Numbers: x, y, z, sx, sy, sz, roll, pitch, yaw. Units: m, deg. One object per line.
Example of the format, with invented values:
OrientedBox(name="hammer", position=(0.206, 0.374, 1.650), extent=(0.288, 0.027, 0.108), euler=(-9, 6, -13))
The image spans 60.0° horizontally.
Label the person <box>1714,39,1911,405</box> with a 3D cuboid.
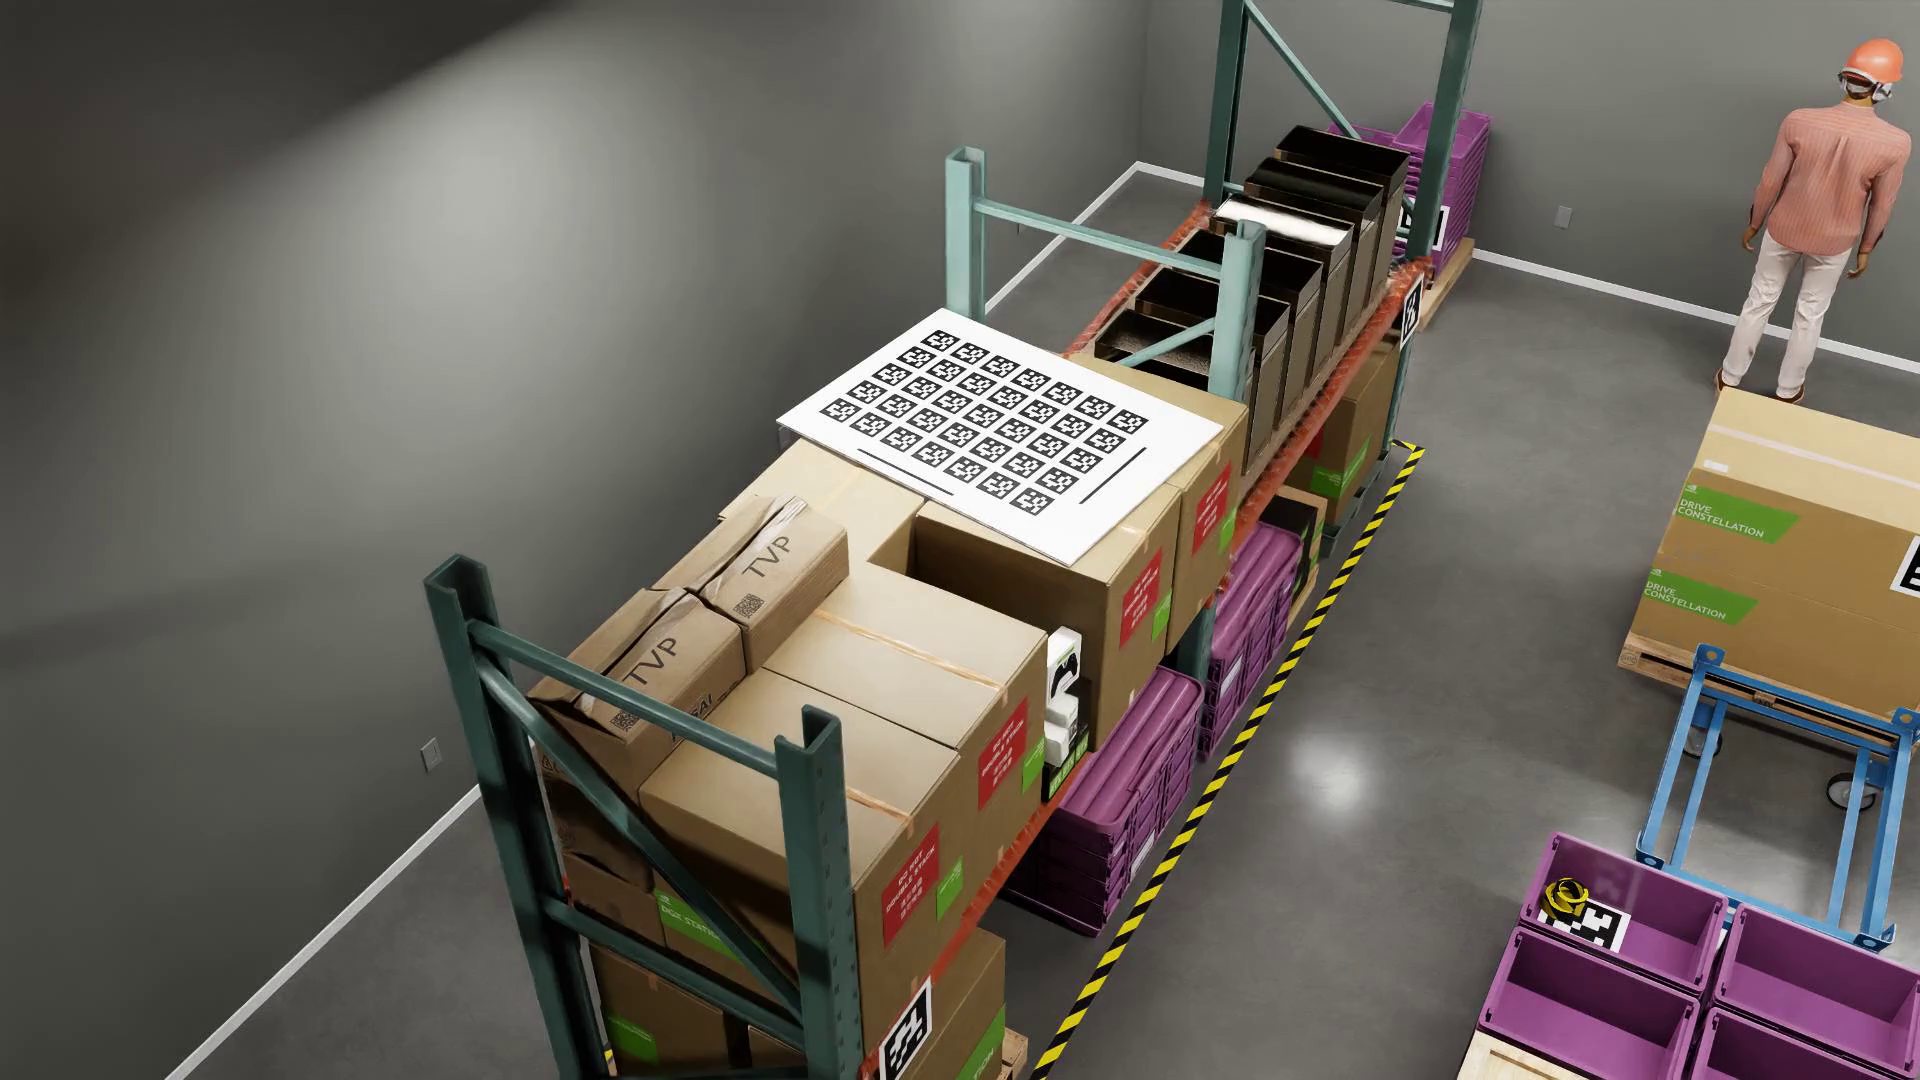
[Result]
OrientedBox(name="person", position=(4.311, -1.560, 8.417), extent=(0.623, 1.986, 0.397), euler=(20, 44, 22))
